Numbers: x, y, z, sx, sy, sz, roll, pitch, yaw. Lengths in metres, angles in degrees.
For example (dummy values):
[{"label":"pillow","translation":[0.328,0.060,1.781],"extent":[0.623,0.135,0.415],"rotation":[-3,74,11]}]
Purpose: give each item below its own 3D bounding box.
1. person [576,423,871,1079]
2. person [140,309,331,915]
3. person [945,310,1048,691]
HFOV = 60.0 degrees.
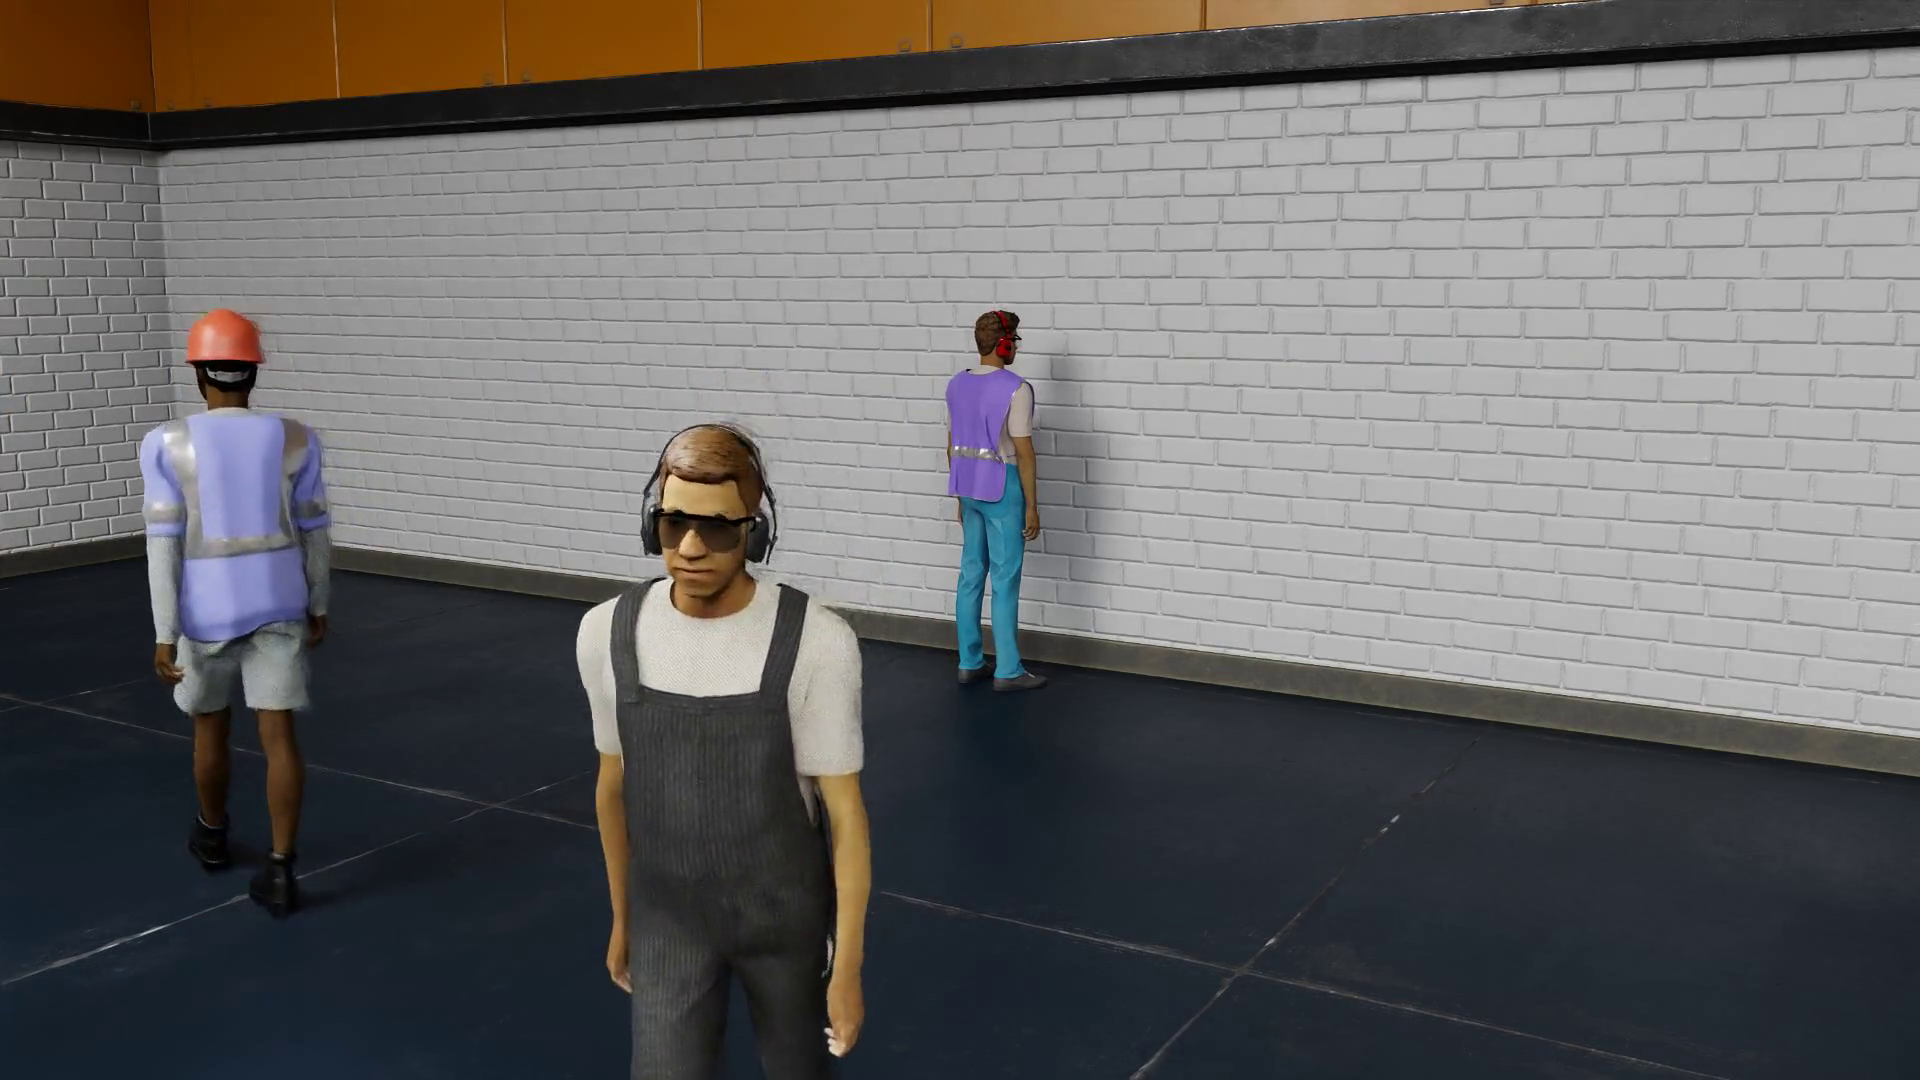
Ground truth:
[{"label":"person","translation":[-0.400,0.671,2.953],"extent":[0.517,1.786,1.026],"rotation":[1,9,6]},{"label":"person","translation":[-2.356,0.210,5.438],"extent":[0.568,1.897,0.913],"rotation":[-6,11,-32]},{"label":"person","translation":[0.153,-0.188,8.091],"extent":[0.389,1.850,0.566],"rotation":[-8,12,-43]}]
